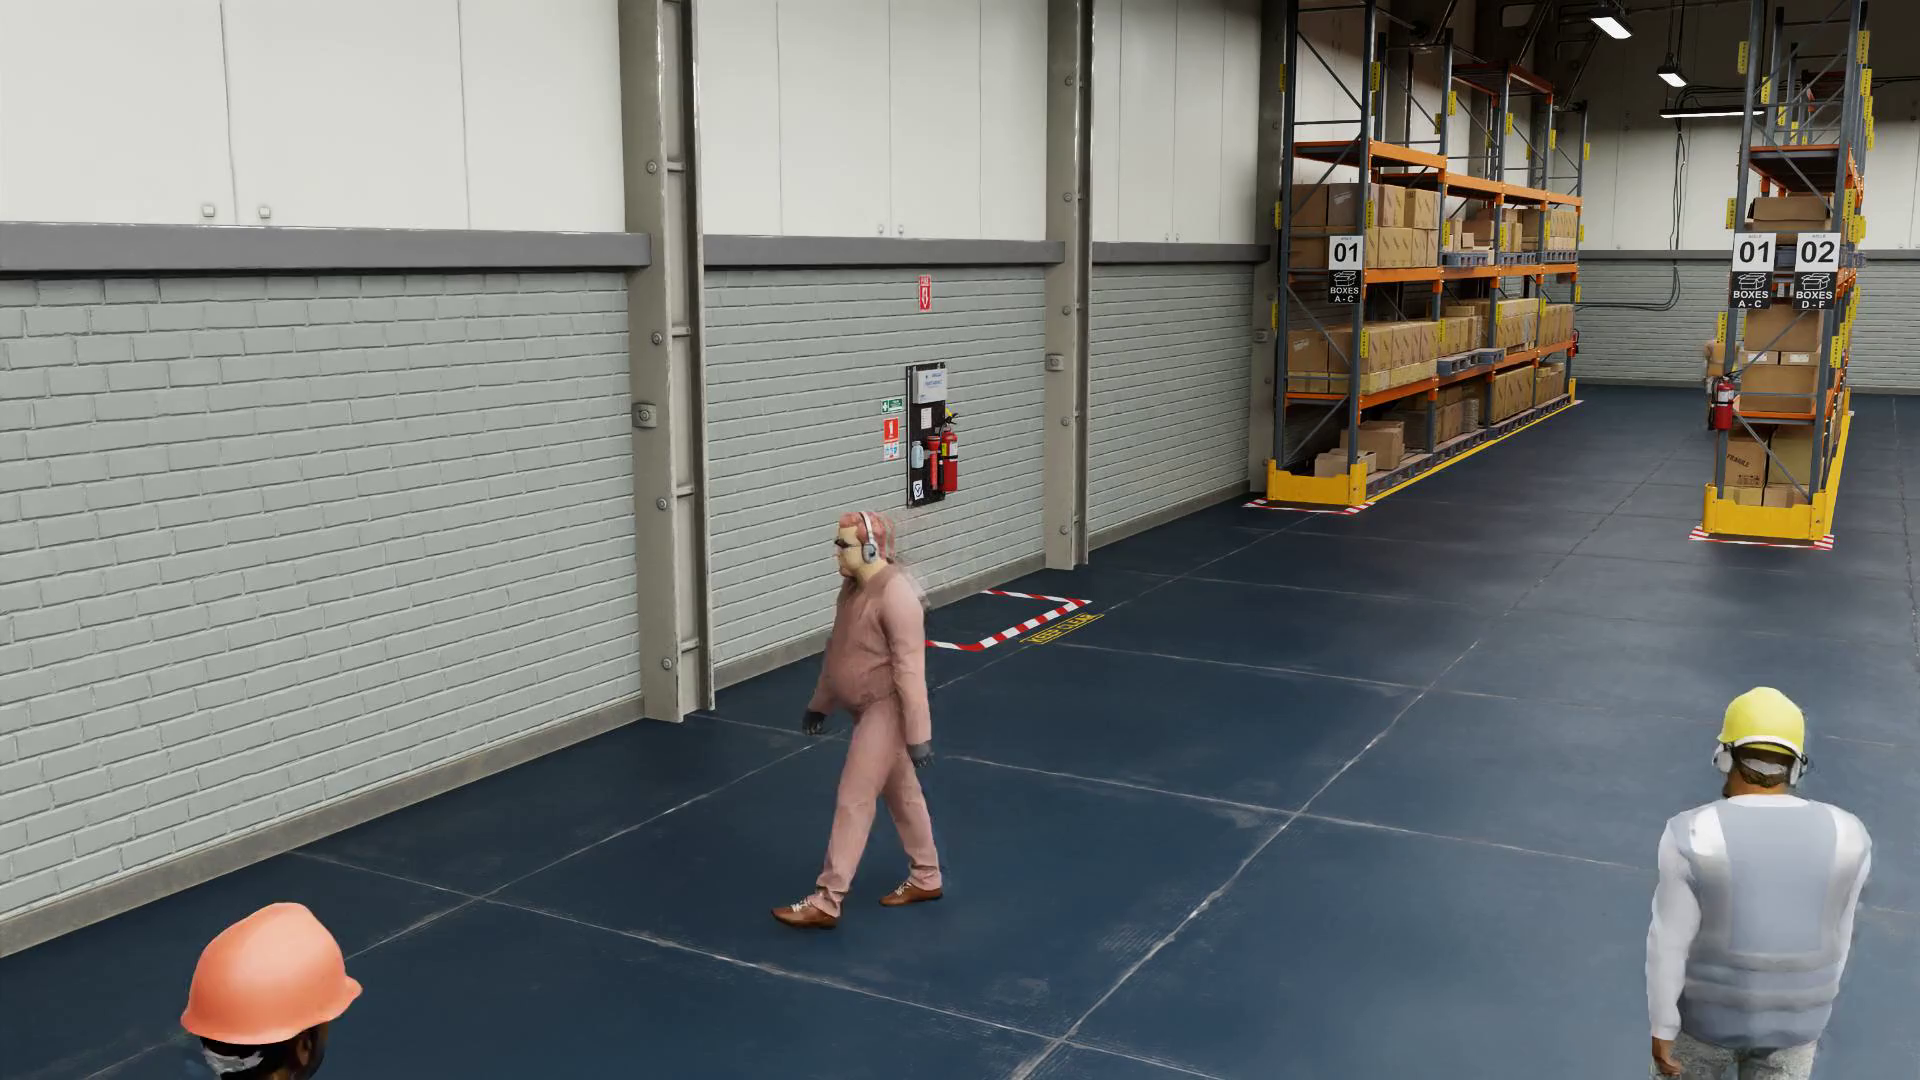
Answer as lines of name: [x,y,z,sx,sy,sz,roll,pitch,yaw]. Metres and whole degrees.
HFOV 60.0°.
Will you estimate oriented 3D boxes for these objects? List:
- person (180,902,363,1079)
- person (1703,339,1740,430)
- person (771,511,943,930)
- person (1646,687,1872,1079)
person: [-1.152,1.559,2.870,0.567,1.914,0.569,3,10,15]
person: [13.186,-2.858,28.836,0.563,1.894,0.989,6,11,30]
person: [-0.472,0.800,7.470,0.935,1.869,0.660,-3,10,-17]
person: [2.210,1.305,4.710,0.587,1.803,0.461,1,10,5]
